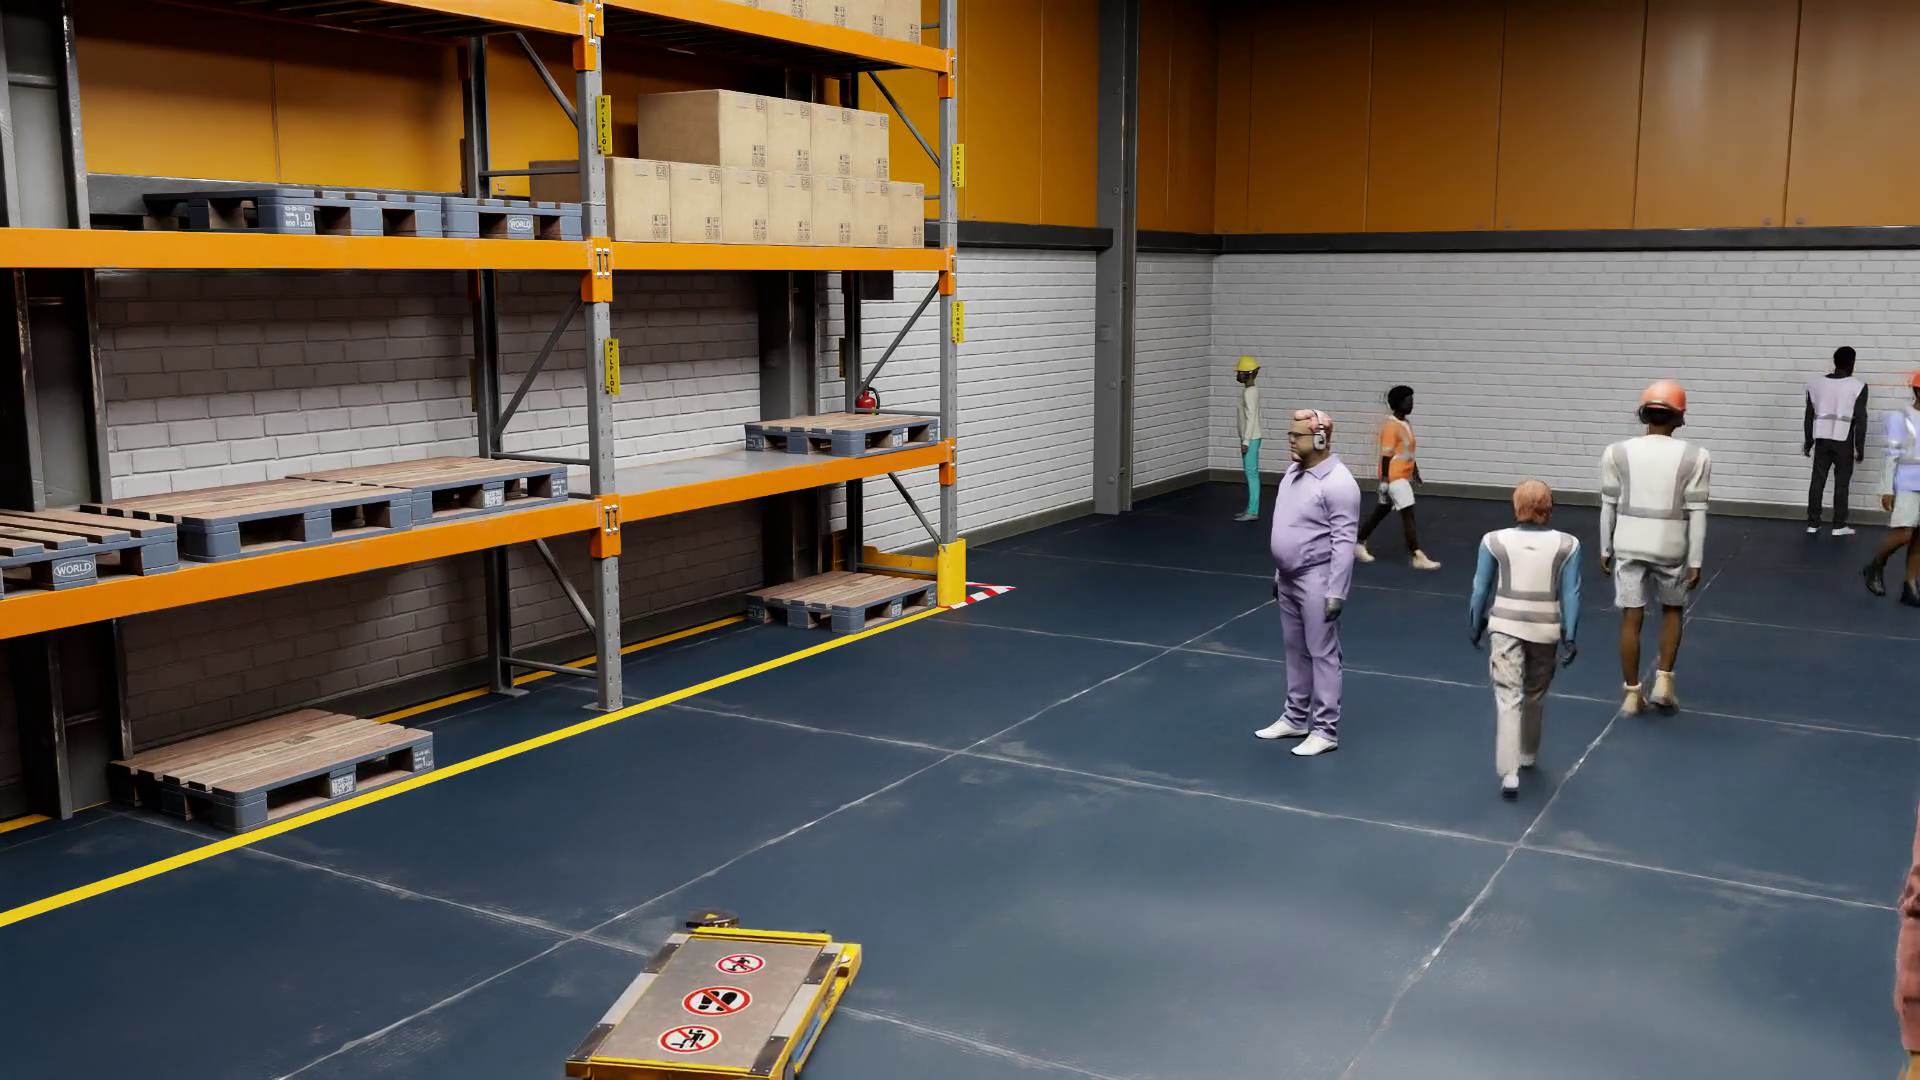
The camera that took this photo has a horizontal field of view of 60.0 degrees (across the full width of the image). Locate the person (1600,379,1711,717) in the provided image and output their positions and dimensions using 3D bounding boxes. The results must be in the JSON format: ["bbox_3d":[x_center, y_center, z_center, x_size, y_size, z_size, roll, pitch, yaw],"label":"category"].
[{"bbox_3d":[4.144,0.053,9.965,0.606,2.026,0.524,5,10,29],"label":"person"}]

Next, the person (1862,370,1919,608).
[{"bbox_3d":[7.579,-0.428,13.252,0.574,1.926,0.506,-2,9,-15],"label":"person"}]

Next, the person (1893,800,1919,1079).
[{"bbox_3d":[2.355,1.109,3.585,0.625,1.943,0.997,4,10,25],"label":"person"}]

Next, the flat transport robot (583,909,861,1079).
[{"bbox_3d":[-0.805,1.616,5.641,0.652,0.197,1.431,1,9,9],"label":"flat transport robot"}]

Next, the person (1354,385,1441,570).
[{"bbox_3d":[3.917,-0.578,15.025,0.867,1.655,0.529,5,10,26],"label":"person"}]

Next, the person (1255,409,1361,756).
[{"bbox_3d":[1.913,0.230,9.198,0.402,1.911,0.638,-3,10,-18],"label":"person"}]

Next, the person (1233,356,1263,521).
[{"bbox_3d":[3.072,-1.078,17.806,0.331,1.768,0.526,2,9,14],"label":"person"}]

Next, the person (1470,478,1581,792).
[{"bbox_3d":[2.912,0.481,8.601,0.530,1.596,0.851,2,9,15],"label":"person"}]

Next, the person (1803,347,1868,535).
[{"bbox_3d":[8.864,-0.997,16.903,0.385,1.915,0.644,-7,12,-38],"label":"person"}]
